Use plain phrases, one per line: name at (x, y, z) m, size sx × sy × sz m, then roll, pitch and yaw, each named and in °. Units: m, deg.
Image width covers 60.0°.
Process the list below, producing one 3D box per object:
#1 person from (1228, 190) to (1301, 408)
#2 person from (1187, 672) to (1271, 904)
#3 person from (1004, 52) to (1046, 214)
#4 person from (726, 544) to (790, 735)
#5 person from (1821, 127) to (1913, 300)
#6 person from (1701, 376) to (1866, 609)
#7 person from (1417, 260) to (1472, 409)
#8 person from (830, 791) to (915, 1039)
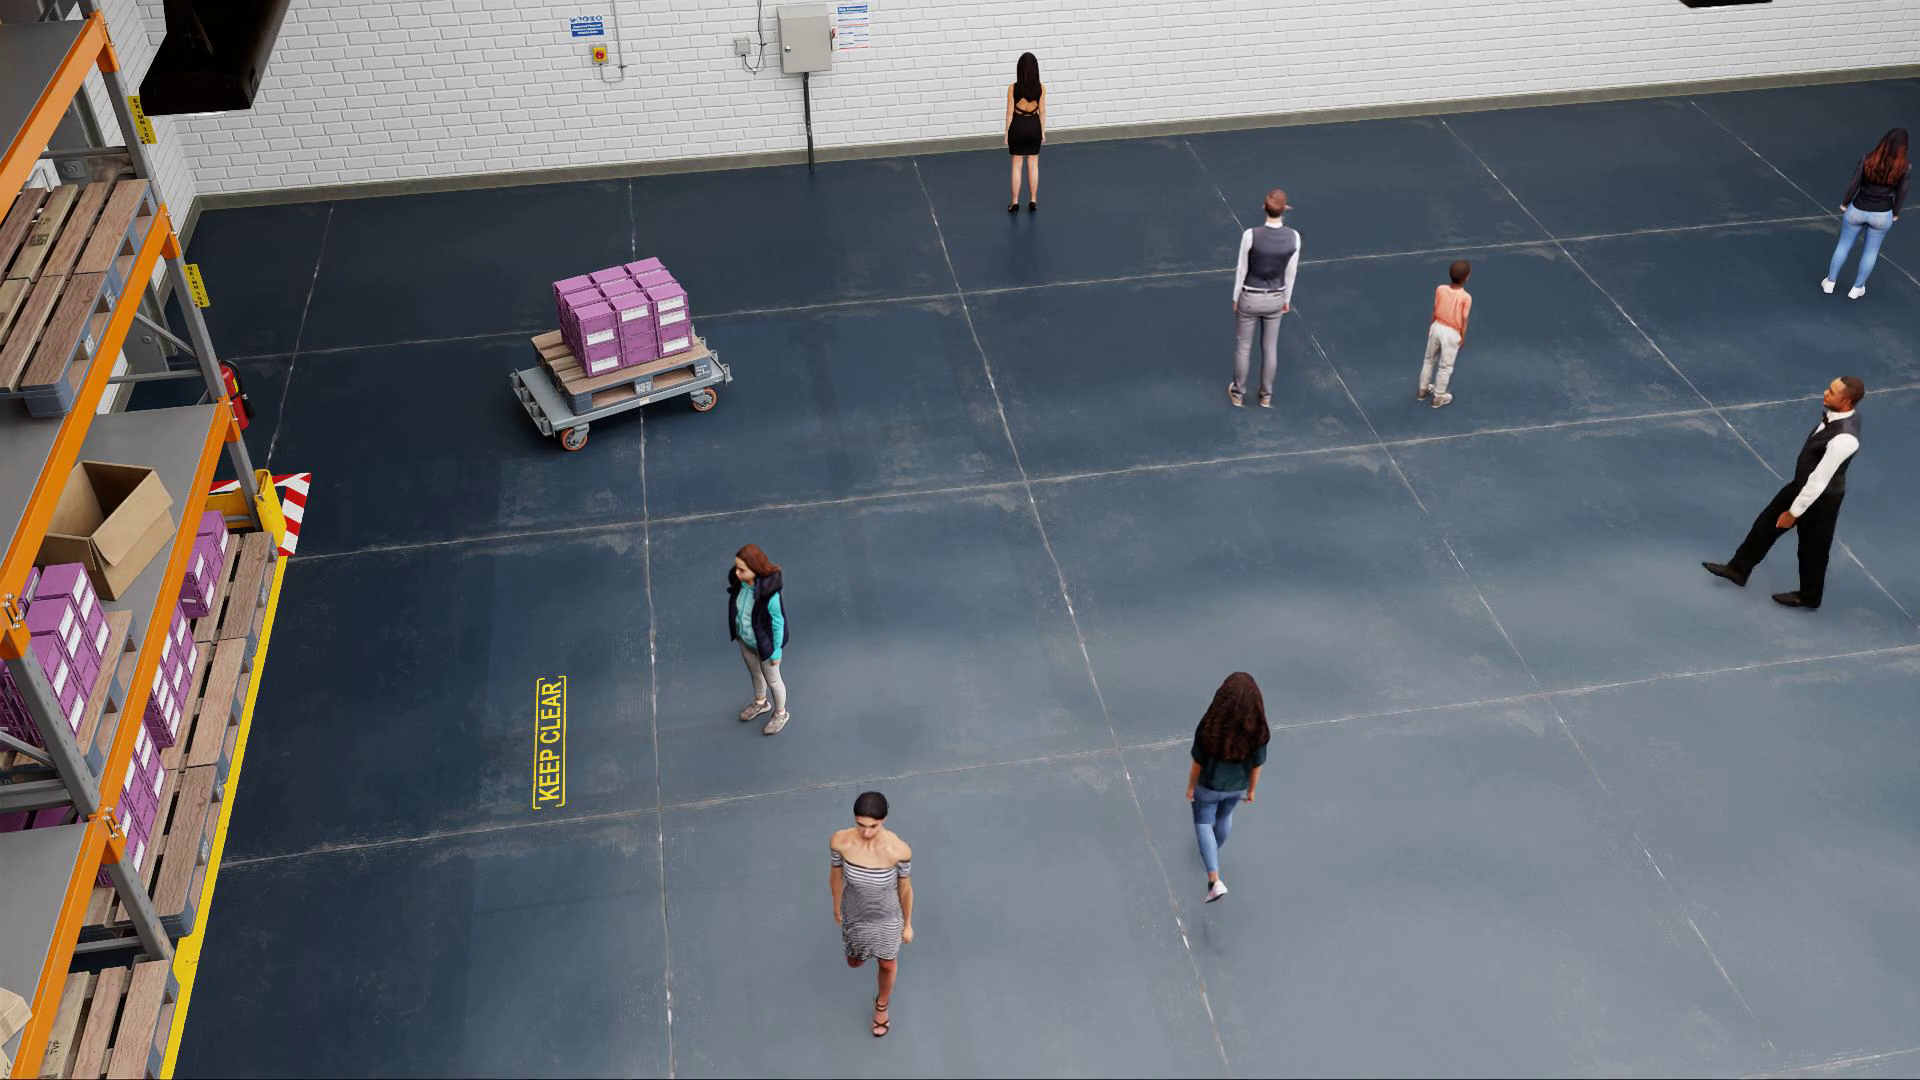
person at (2.467, -1.968, 13.604) m, size 0.667 × 1.934 × 0.600 m, roll -1°, pitch 39°, yaw -2°
person at (1.517, 1.450, 9.592) m, size 0.660 × 1.599 × 0.927 m, roll -1°, pitch 39°, yaw -1°
person at (0.644, -3.980, 16.353) m, size 0.556 × 1.648 × 0.477 m, roll -5°, pitch 39°, yaw -7°
person at (-1.287, 0.622, 10.709) m, size 0.684 × 1.499 × 0.750 m, roll 27°, pitch 46°, yaw 29°
person at (8.268, -2.977, 15.107) m, size 0.721 × 1.634 × 0.764 m, roll 20°, pitch 43°, yaw 23°
person at (6.022, -0.278, 11.527) m, size 1.105 × 1.885 × 1.145 m, roll 12°, pitch 40°, yaw 15°
person at (4.026, -1.712, 13.786) m, size 0.606 × 1.306 × 0.529 m, roll -29°, pitch 47°, yaw -32°
person at (-0.437, 1.920, 8.833) m, size 0.736 × 1.812 × 0.880 m, roll 5°, pitch 39°, yaw 6°
